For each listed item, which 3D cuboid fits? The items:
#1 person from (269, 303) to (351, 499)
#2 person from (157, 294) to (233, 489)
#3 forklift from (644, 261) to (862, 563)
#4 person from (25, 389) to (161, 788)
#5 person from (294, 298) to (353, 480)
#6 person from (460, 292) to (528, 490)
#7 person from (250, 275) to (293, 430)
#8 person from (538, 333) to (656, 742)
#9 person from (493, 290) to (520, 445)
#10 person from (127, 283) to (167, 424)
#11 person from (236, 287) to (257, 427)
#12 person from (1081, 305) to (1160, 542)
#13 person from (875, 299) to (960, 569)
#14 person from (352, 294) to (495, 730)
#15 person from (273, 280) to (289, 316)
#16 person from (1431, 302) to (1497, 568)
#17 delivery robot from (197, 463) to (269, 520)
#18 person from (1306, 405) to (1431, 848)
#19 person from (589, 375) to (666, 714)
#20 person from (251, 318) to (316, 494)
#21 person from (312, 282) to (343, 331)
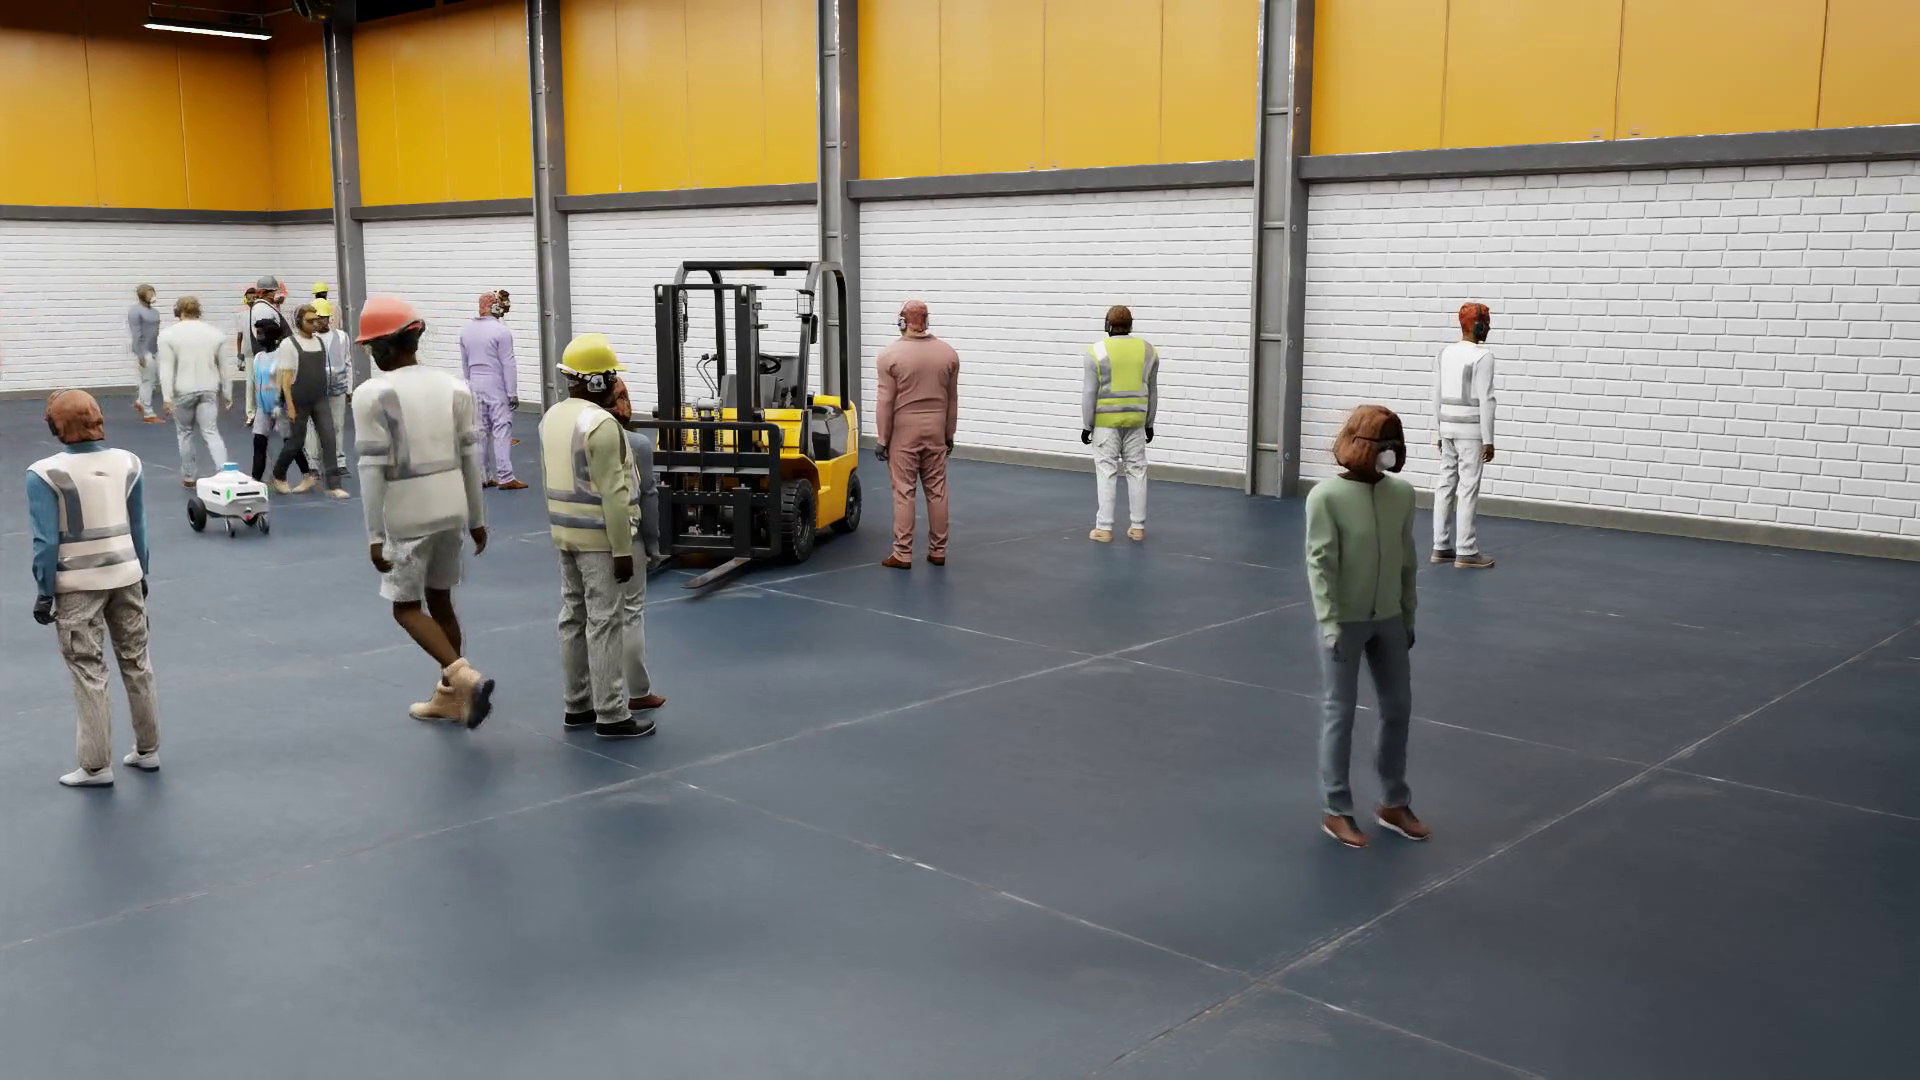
[{"bbox_3d":[-6.087,-1.281,15.399,0.889,1.817,0.520,6,11,31],"label":"person"},{"bbox_3d":[-7.217,-1.383,15.790,0.664,1.897,0.876,-7,12,-38],"label":"person"},{"bbox_3d":[-1.552,-1.040,12.721,1.214,2.155,2.313,2,9,11],"label":"forklift"},{"bbox_3d":[-3.555,0.199,6.831,0.314,1.636,0.516,5,10,26],"label":"person"},{"bbox_3d":[-6.412,-1.522,16.791,0.600,1.826,0.404,-7,12,-38],"label":"person"},{"bbox_3d":[-4.482,-1.429,16.006,0.638,1.903,0.408,5,11,30],"label":"person"},{"bbox_3d":[-9.066,-2.472,21.967,0.537,2.000,0.689,-5,10,-26],"label":"person"},{"bbox_3d":[-1.643,-0.011,7.517,0.403,1.833,0.586,-8,13,-42],"label":"person"},{"bbox_3d":[-5.512,-2.073,20.046,0.316,1.870,0.532,-2,9,-10],"label":"person"},{"bbox_3d":[-11.092,-2.533,22.679,0.475,1.928,0.625,1,9,4],"label":"person"},{"bbox_3d":[-9.462,-2.453,22.376,0.513,1.872,0.328,-3,10,-16],"label":"person"},{"bbox_3d":[1.230,-0.904,12.963,0.626,1.843,0.430,-3,10,-15],"label":"person"},{"bbox_3d":[-0.321,-0.745,11.792,0.643,1.908,0.411,-5,11,-29],"label":"person"},{"bbox_3d":[-2.359,-0.094,7.487,0.713,2.012,0.651,7,12,36],"label":"person"},{"bbox_3d":[-9.421,-2.601,23.019,0.695,1.953,0.620,-1,9,-8],"label":"person"},{"bbox_3d":[3.601,-0.745,11.865,0.339,1.880,0.581,-4,10,-21],"label":"person"},{"bbox_3d":[-5.857,-0.377,13.382,0.477,0.478,0.707,-9,13,-42],"label":"delivery robot"},{"bbox_3d":[1.497,0.319,6.133,0.519,1.632,0.351,-4,10,-23],"label":"person"},{"bbox_3d":[-1.661,0.019,7.939,0.499,1.633,0.281,2,10,13],"label":"person"},{"bbox_3d":[-6.397,-1.232,15.505,0.540,1.664,0.761,5,10,27],"label":"person"},{"bbox_3d":[-9.744,-2.993,25.516,0.386,1.922,0.594,6,11,31],"label":"person"}]
